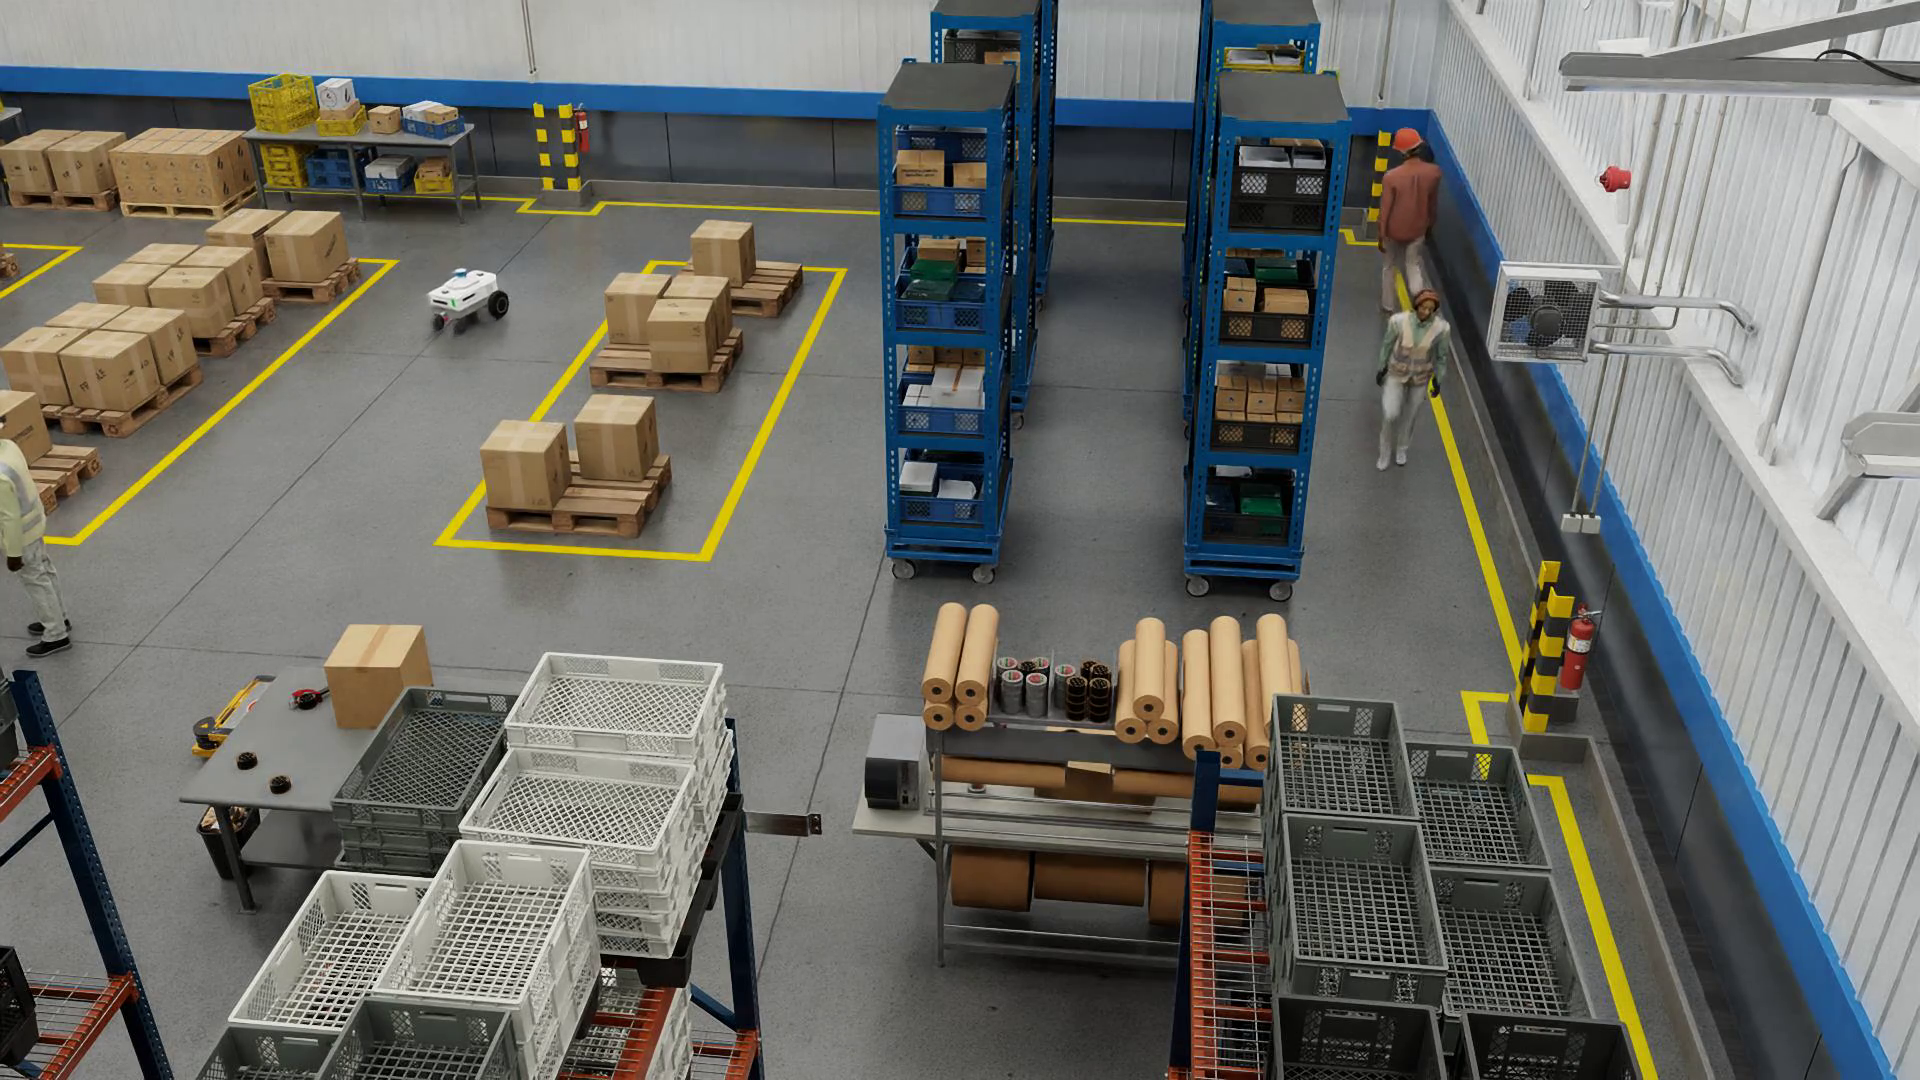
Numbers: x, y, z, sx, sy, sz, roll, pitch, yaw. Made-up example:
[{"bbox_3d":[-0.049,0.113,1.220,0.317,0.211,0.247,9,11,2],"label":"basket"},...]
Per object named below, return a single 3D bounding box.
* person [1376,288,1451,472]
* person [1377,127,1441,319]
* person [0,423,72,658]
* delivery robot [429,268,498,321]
[{"bbox_3d":[3.677,-1.315,13.572,0.531,1.605,0.531,6,31,10],"label":"person"},{"bbox_3d":[4.356,-3.014,16.166,0.625,1.952,0.728,-3,30,-6],"label":"person"},{"bbox_3d":[-6.373,-0.061,11.209,0.404,1.834,0.592,-10,32,-17],"label":"person"},{"bbox_3d":[-4.914,-2.447,16.480,0.477,0.478,0.707,13,33,22],"label":"delivery robot"}]
